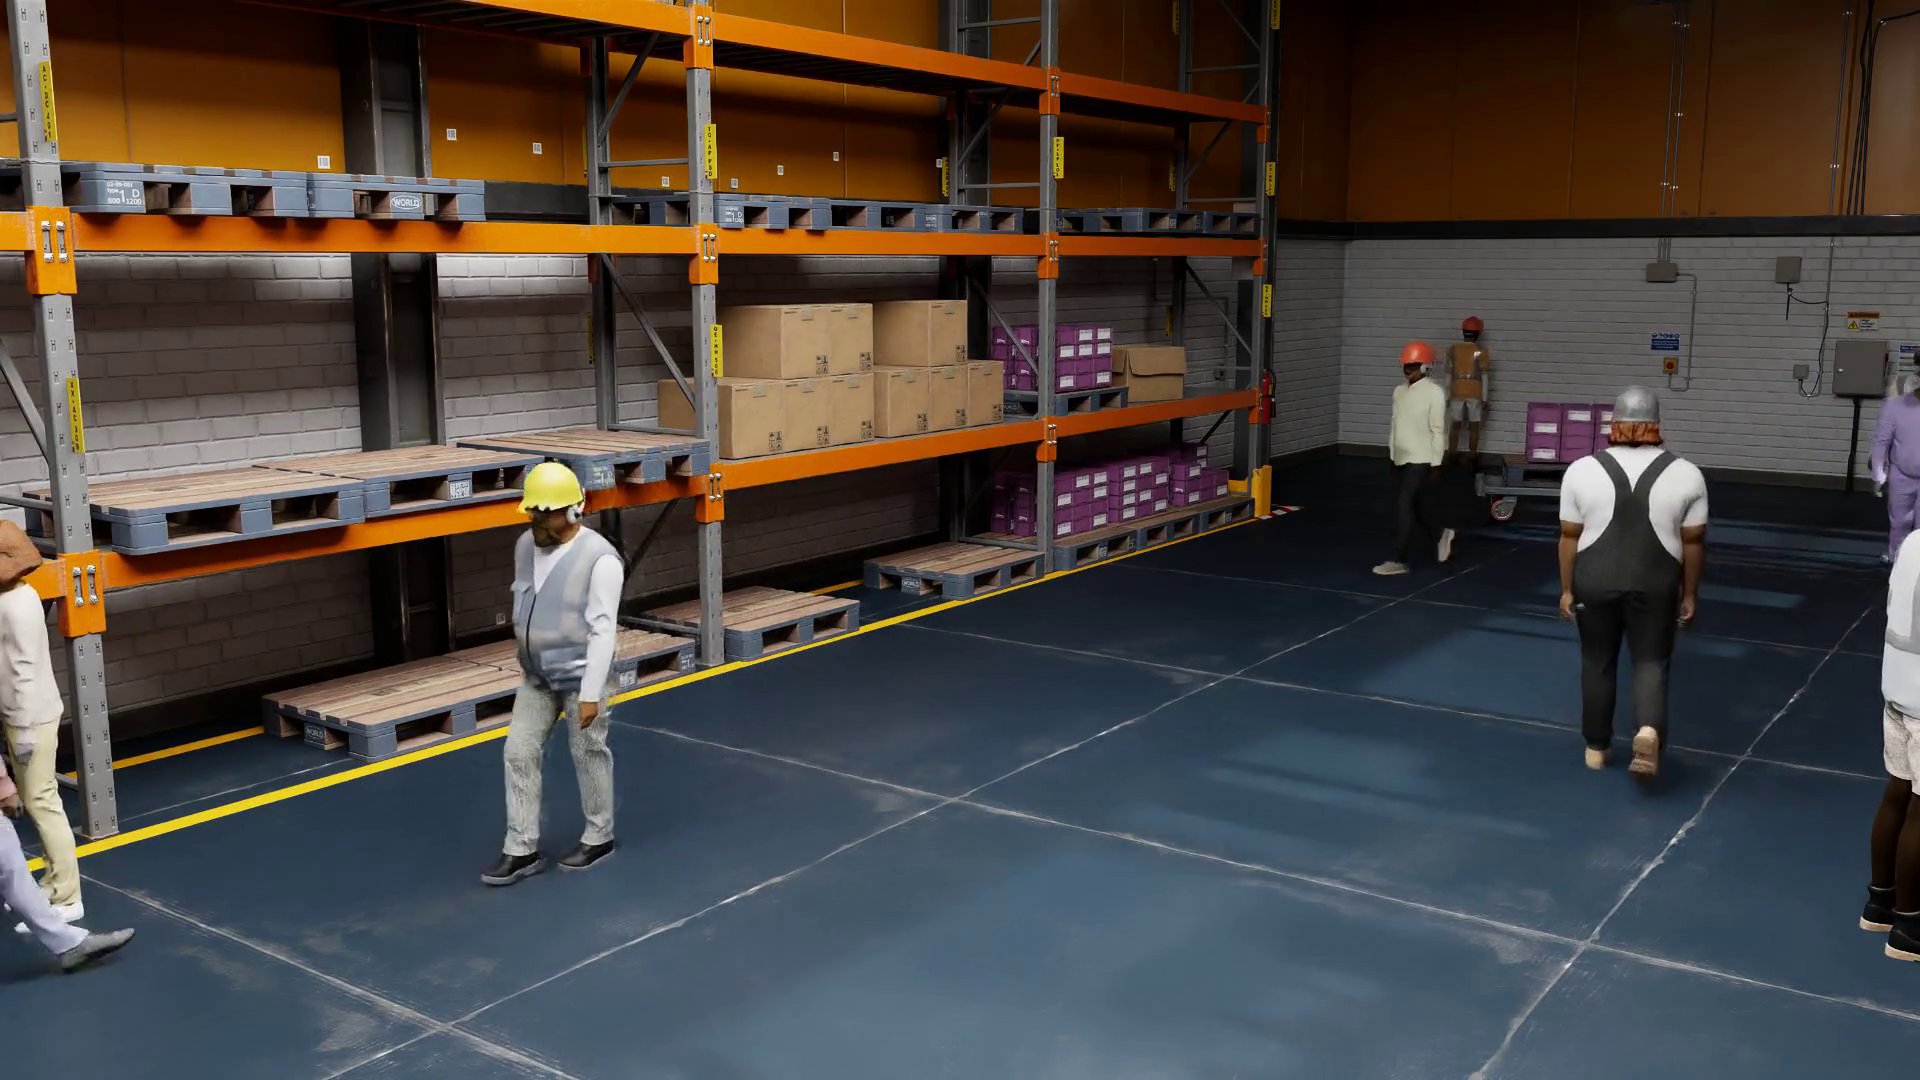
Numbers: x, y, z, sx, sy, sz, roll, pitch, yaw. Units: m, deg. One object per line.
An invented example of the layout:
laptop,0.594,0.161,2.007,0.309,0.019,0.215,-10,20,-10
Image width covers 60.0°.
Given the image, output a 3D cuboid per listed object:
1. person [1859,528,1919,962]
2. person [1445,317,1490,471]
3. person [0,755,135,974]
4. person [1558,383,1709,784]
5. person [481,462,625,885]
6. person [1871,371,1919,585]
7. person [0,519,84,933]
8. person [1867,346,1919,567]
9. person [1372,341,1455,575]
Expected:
person,3.684,0.602,6.271,0.362,1.963,0.614,2,10,12
person,6.352,-1.815,20.816,0.581,1.926,0.392,8,12,38
person,-3.472,0.806,5.807,0.930,1.711,0.534,-6,11,-33
person,3.361,0.213,8.373,0.694,2.000,0.773,4,10,21
person,-1.710,0.573,6.934,0.602,1.795,0.746,6,11,32
person,7.549,-0.483,13.098,0.647,1.854,1.028,6,11,30
person,-3.709,0.722,6.581,0.285,1.626,0.493,-7,12,-35
person,8.132,-0.741,14.205,0.985,1.983,0.670,-6,11,-31
person,3.880,-0.699,14.036,0.852,1.971,0.620,-4,10,-23
